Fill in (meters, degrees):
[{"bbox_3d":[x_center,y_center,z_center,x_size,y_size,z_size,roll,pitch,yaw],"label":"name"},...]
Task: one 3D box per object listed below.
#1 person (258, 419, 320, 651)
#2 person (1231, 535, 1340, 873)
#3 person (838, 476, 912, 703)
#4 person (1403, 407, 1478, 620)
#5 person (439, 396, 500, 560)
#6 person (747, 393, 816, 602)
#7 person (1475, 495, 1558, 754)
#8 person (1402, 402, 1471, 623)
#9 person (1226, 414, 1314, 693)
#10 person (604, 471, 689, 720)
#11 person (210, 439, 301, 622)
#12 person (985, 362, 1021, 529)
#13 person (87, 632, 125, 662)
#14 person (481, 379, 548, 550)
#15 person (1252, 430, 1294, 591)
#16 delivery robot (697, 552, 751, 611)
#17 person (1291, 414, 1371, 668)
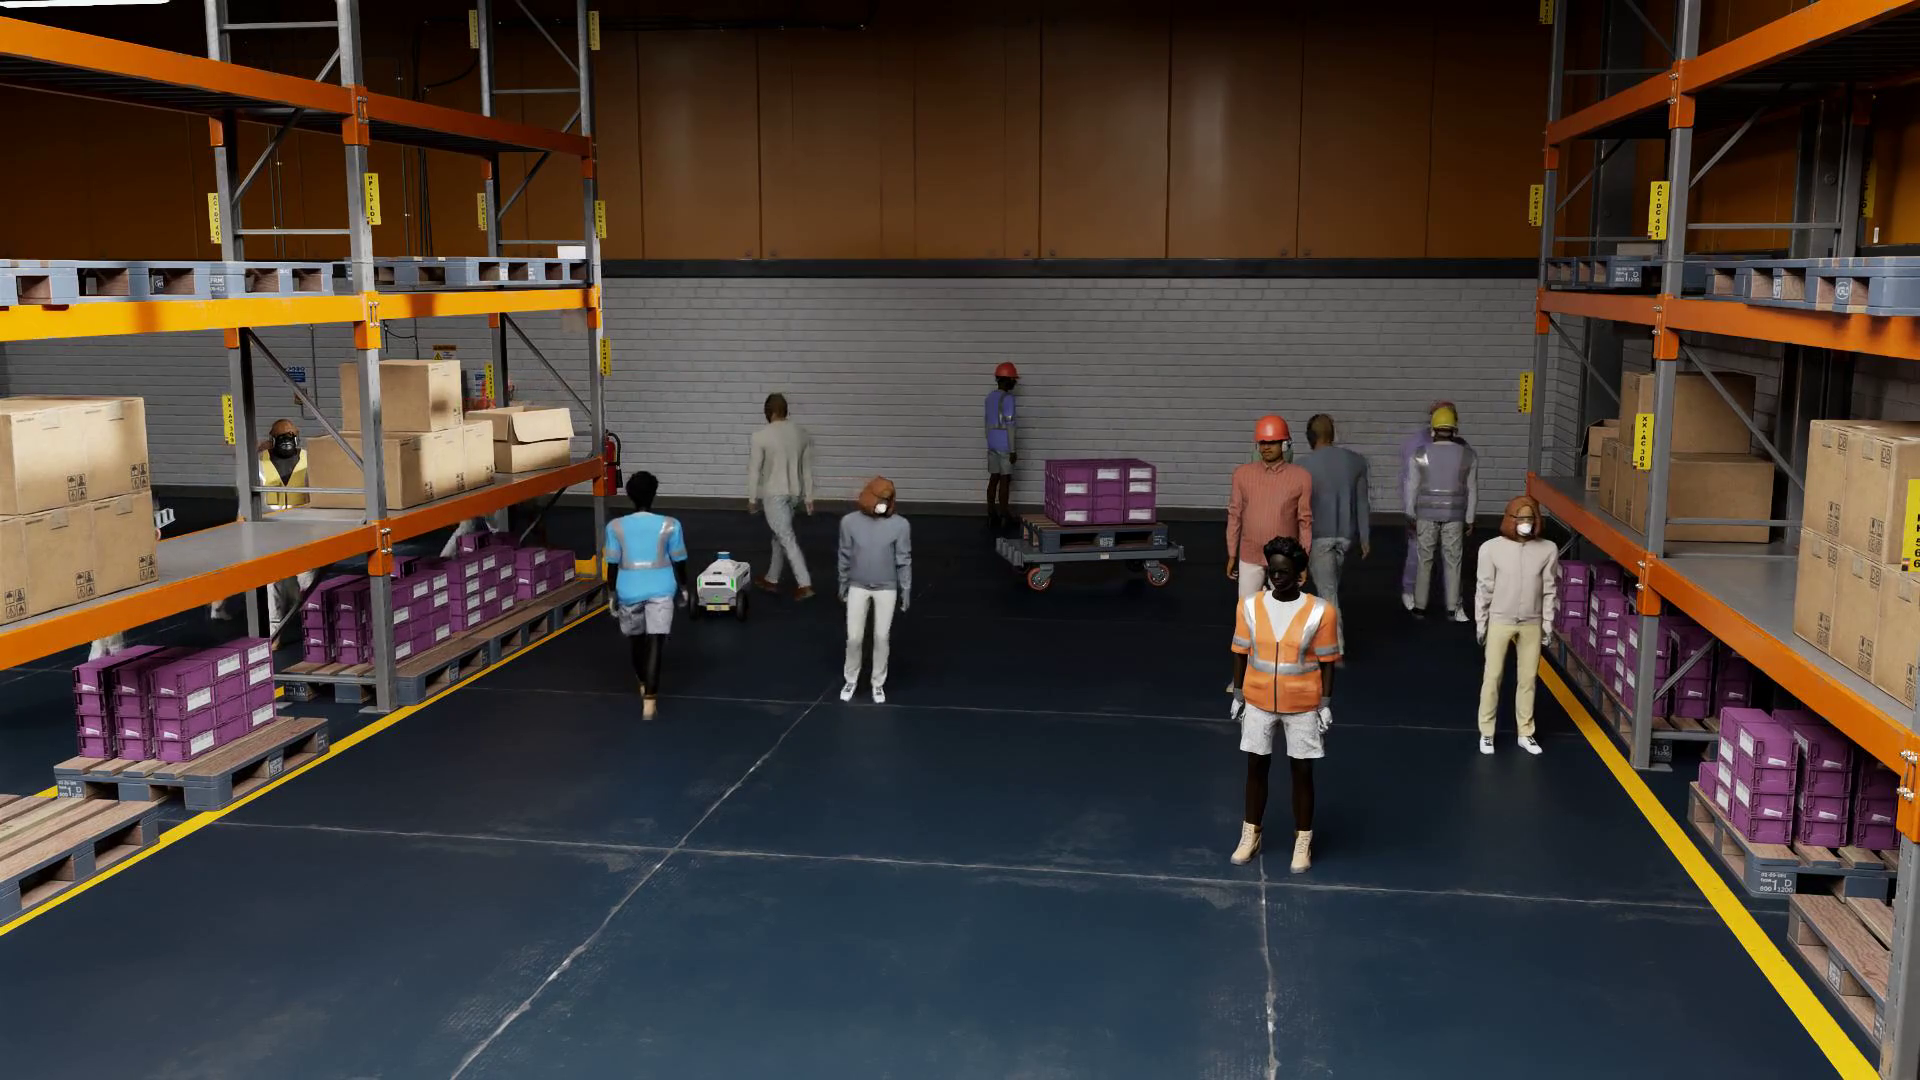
[{"bbox_3d":[-5.296,-0.041,13.145,0.626,1.836,0.428,-4,10,-21],"label":"person"},{"bbox_3d":[1.605,0.814,8.287,0.539,1.695,0.318,4,10,24],"label":"person"},{"bbox_3d":[-0.581,0.344,11.438,0.518,1.605,0.438,0,9,2],"label":"person"},{"bbox_3d":[4.118,-0.218,14.255,0.617,1.825,0.406,1,9,9],"label":"person"},{"bbox_3d":[-4.540,-0.428,15.533,0.981,1.845,0.599,-4,10,-26],"label":"person"},{"bbox_3d":[-1.592,-0.393,15.188,0.625,1.893,1.024,-9,13,-43],"label":"person"},{"bbox_3d":[3.423,0.527,10.281,0.493,1.626,0.286,0,9,0],"label":"person"},{"bbox_3d":[4.125,-0.265,14.402,0.642,1.875,0.850,-1,9,-5],"label":"person"},{"bbox_3d":[2.164,0.113,11.691,0.610,1.996,0.378,4,10,23],"label":"person"},{"bbox_3d":[-2.115,0.358,11.259,0.539,1.650,0.902,0,9,-1],"label":"person"},{"bbox_3d":[-6.008,-0.085,14.277,0.529,1.550,1.010,7,11,36],"label":"person"},{"bbox_3d":[0.505,-1.096,19.335,0.375,1.934,0.547,-5,11,-29],"label":"person"},{"bbox_3d":[-6.458,0.200,12.341,0.542,1.600,0.803,1,9,8],"label":"person"},{"bbox_3d":[-4.363,-0.602,16.212,1.037,1.973,0.623,5,11,31],"label":"person"},{"bbox_3d":[2.936,-0.342,15.611,0.509,1.632,0.268,-6,11,-32],"label":"person"},{"bbox_3d":[-2.041,0.344,14.408,0.477,0.478,0.707,1,9,5],"label":"delivery robot"},{"bbox_3d":[2.756,-0.012,12.758,0.655,1.898,0.876,-3,10,-19],"label":"person"}]
